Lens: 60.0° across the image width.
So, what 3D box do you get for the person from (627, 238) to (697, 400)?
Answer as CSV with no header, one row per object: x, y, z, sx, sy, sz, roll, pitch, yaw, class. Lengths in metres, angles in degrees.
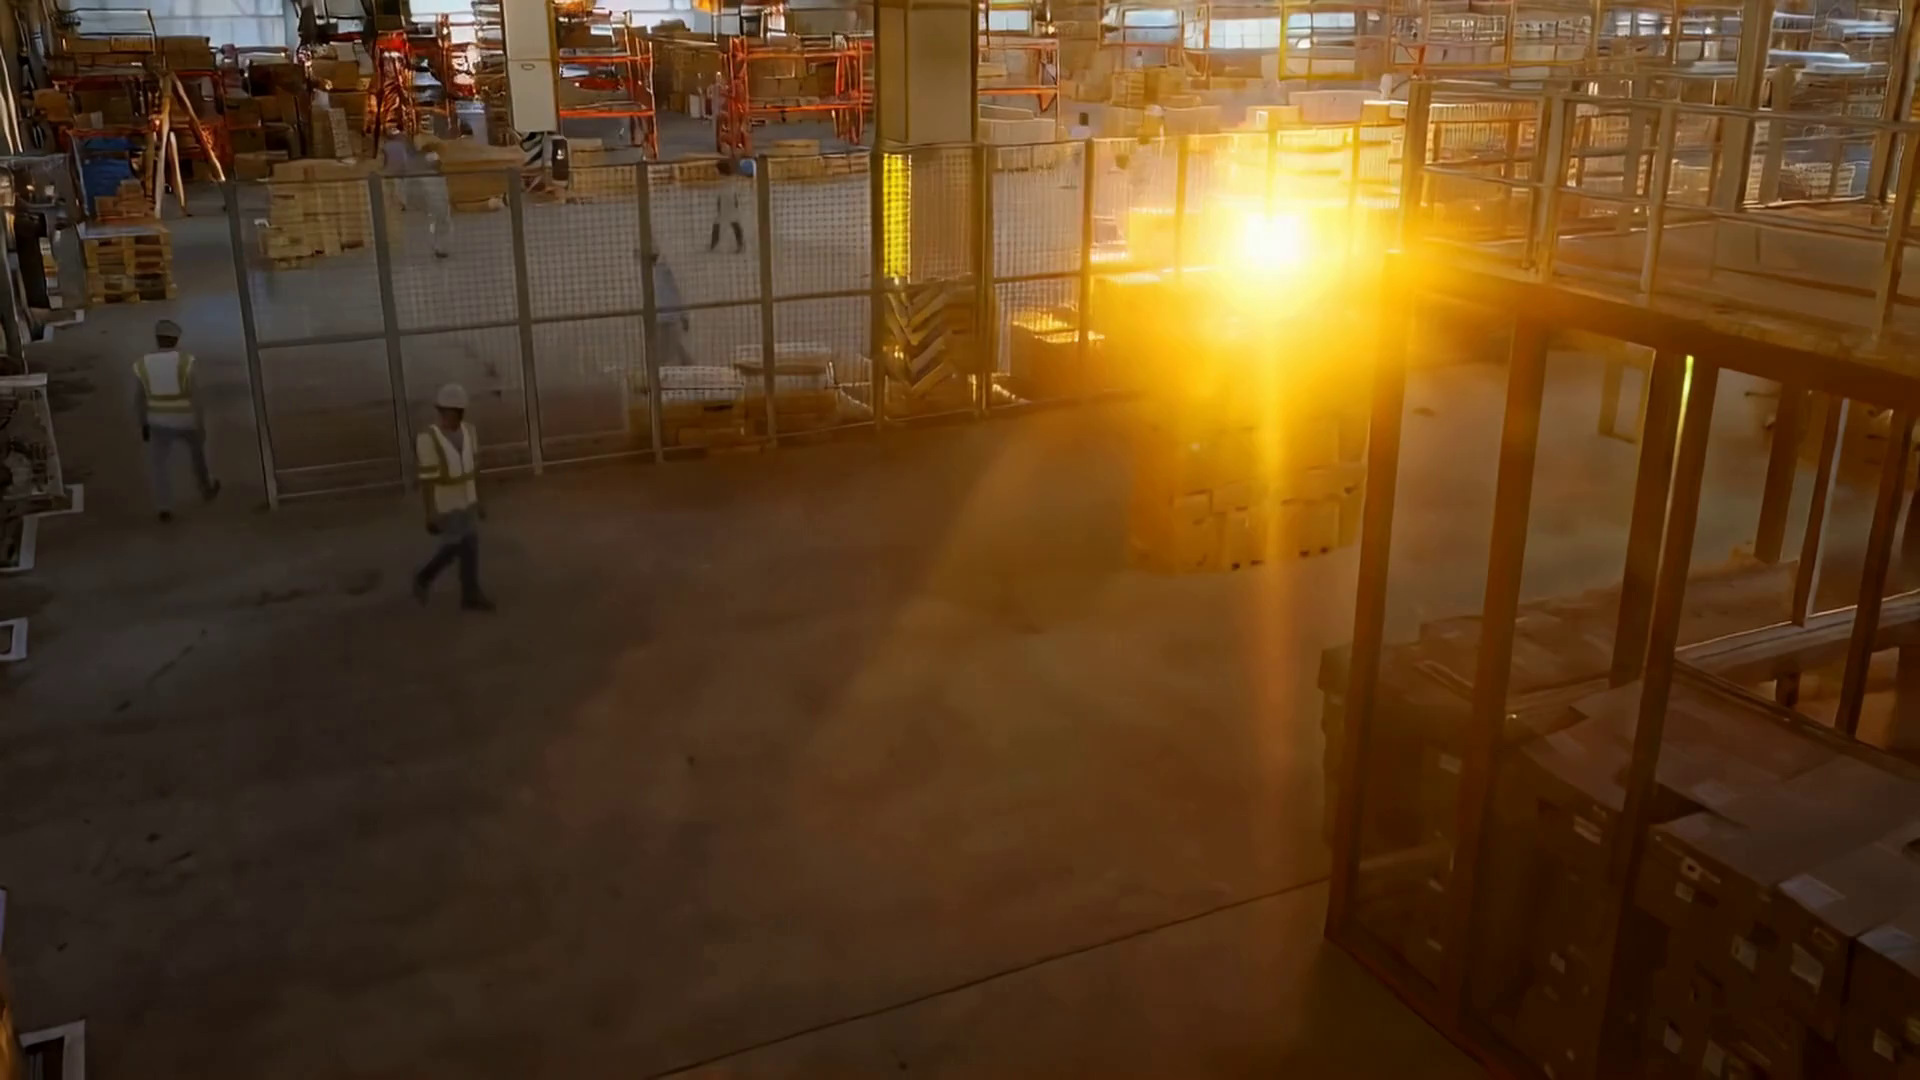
-3.545,-2.665,19.849,1.094,1.920,0.646,-16,25,-39,person

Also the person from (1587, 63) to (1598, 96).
22.428,-16.080,59.065,0.317,1.697,0.540,-2,19,-7,person

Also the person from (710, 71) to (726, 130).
-7.564,-13.798,52.259,0.476,1.834,0.510,7,20,18,person

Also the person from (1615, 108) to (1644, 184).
14.828,-8.523,36.714,0.612,2.011,1.005,-9,21,-23,person

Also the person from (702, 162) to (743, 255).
-4.249,-5.946,29.754,0.892,1.646,0.543,15,24,37,person

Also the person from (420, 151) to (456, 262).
-9.083,-5.812,28.988,0.617,1.906,0.515,9,21,25,person

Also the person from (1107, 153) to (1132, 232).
2.758,-6.001,29.693,0.804,1.817,0.621,8,21,22,person

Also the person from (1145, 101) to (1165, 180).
4.705,-9.627,40.115,0.508,1.865,0.329,7,20,19,person

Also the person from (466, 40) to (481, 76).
-20.980,-20.611,71.838,0.633,1.938,0.356,8,20,21,person

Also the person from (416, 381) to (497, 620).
-4.003,-0.315,13.027,0.646,1.924,0.555,13,23,32,person

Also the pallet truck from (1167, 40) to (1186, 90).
9.045,-19.971,69.895,0.823,1.965,1.885,-3,19,-8,pallet truck

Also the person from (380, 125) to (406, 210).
-12.052,-7.929,35.396,0.528,1.734,0.790,-11,22,-29,person

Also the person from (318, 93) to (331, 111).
-17.854,-11.922,46.739,0.358,1.881,0.574,-7,20,-19,person

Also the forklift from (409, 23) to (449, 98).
-21.101,-18.779,65.108,1.129,2.768,1.873,-17,26,-41,forklift

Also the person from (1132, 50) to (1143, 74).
7.369,-19.426,68.834,0.536,1.649,0.858,-11,22,-29,person

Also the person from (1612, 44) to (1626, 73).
30.169,-22.088,76.292,0.610,1.818,0.743,-11,22,-29,person

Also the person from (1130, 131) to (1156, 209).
3.437,-6.955,32.285,0.805,1.913,0.658,13,23,34,person

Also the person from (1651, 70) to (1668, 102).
23.240,-14.748,55.238,0.443,1.686,0.539,-11,22,-29,person

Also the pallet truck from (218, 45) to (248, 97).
-28.879,-18.665,66.111,0.823,1.965,1.885,-3,19,-9,pallet truck

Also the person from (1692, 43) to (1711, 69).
31.311,-20.037,70.268,0.652,1.880,0.779,0,19,-1,person

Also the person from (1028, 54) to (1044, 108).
2.734,-16.705,60.588,0.572,1.884,0.972,-11,22,-30,person

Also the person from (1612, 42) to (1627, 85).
28.649,-20.748,72.296,0.639,1.893,0.892,3,19,8,person

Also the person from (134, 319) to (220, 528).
-7.334,-1.108,15.485,0.623,1.838,1.167,-3,19,-8,person

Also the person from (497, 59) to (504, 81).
-15.801,-15.611,57.376,0.699,1.913,0.657,2,19,5,person

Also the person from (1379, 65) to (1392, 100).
13.711,-14.305,53.559,0.529,1.950,0.653,17,25,40,person

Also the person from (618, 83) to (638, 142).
-9.736,-12.522,48.722,0.756,1.717,0.494,16,25,39,person

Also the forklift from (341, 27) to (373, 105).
-22.275,-17.346,60.954,1.873,2.768,1.129,-9,21,-25,forklift

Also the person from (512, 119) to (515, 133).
-10.284,-9.332,39.145,1.055,1.943,0.634,-14,24,-36,person

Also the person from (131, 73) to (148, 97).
-28.547,-15.804,57.937,0.631,1.919,0.566,14,23,35,person

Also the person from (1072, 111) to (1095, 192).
2.821,-8.843,37.891,0.658,1.828,0.480,-17,25,-41,person

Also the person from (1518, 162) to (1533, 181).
9.460,-5.357,27.719,0.980,1.882,0.603,7,20,20,person

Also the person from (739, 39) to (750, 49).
-9.511,-21.122,73.355,0.593,1.918,0.387,13,23,33,person

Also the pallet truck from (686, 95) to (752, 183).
-5.836,-9.608,39.856,0.823,1.965,1.885,10,22,27,pallet truck
